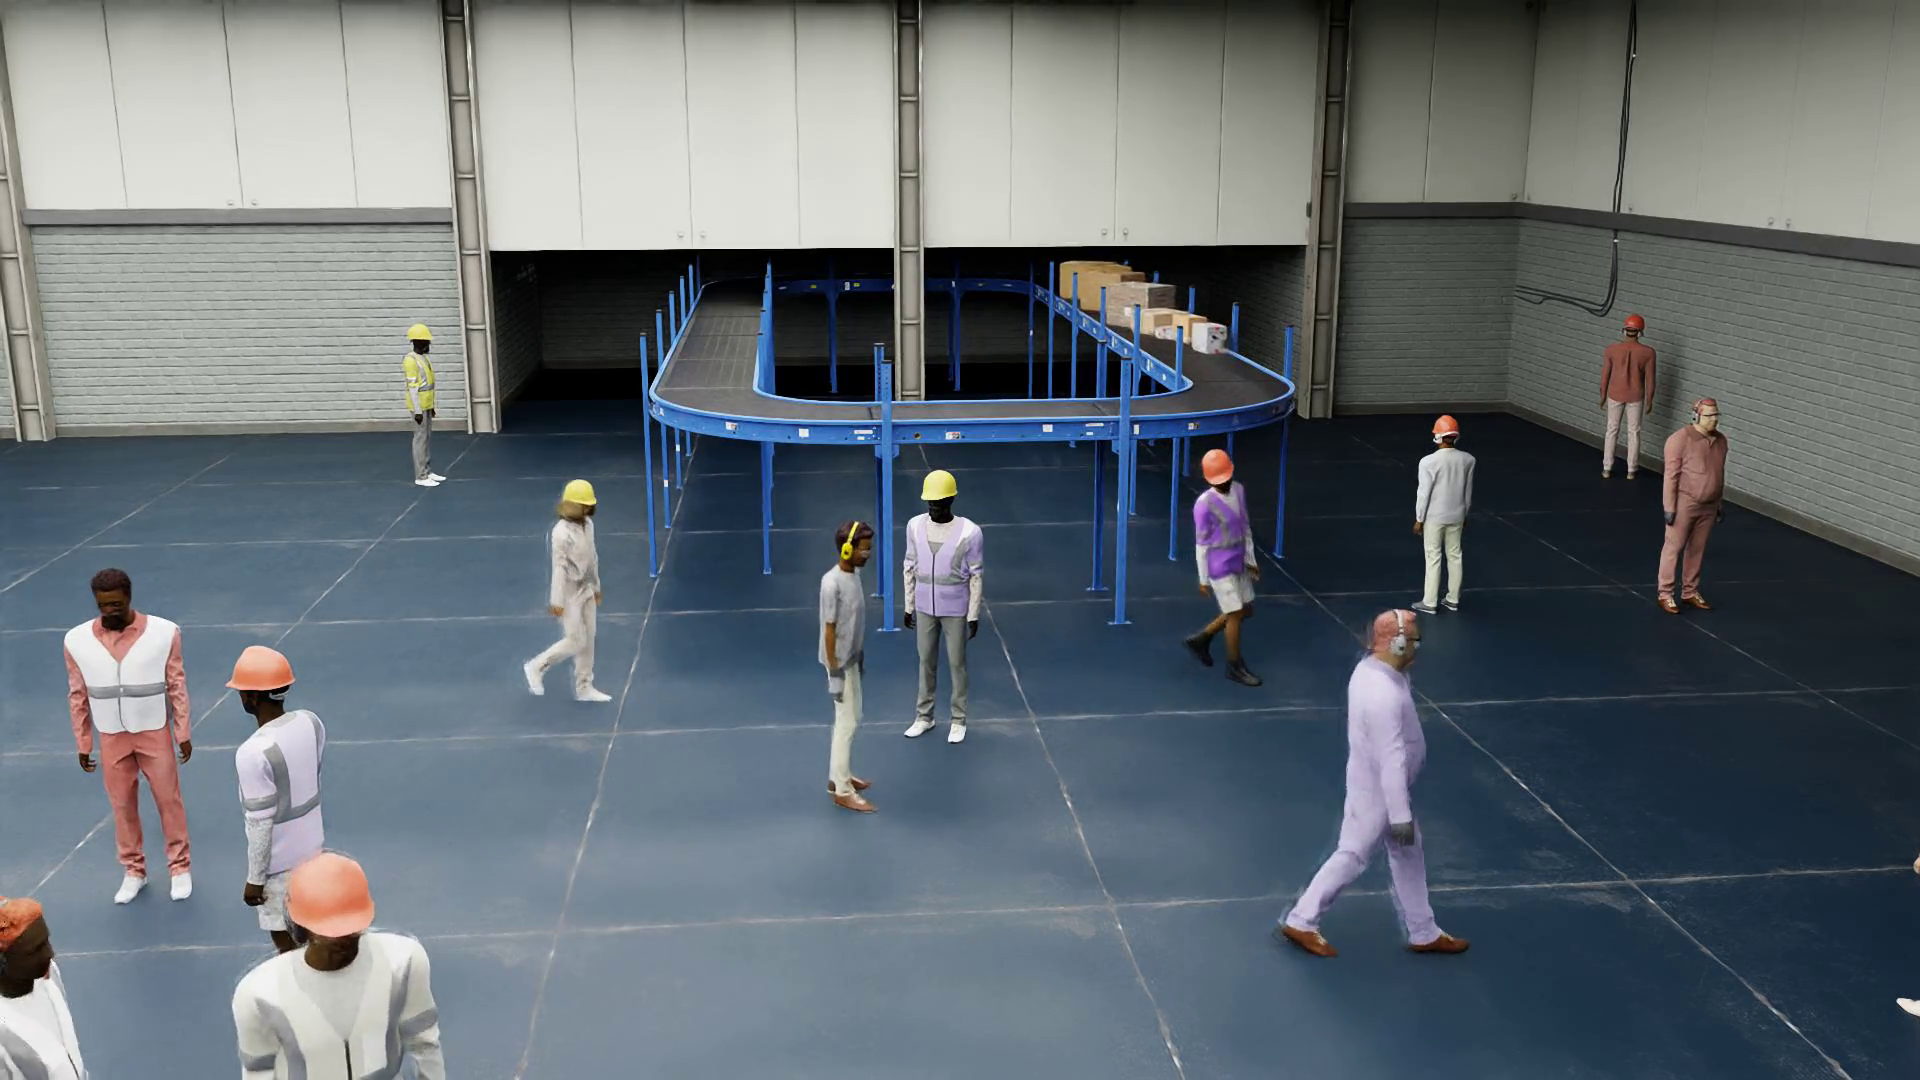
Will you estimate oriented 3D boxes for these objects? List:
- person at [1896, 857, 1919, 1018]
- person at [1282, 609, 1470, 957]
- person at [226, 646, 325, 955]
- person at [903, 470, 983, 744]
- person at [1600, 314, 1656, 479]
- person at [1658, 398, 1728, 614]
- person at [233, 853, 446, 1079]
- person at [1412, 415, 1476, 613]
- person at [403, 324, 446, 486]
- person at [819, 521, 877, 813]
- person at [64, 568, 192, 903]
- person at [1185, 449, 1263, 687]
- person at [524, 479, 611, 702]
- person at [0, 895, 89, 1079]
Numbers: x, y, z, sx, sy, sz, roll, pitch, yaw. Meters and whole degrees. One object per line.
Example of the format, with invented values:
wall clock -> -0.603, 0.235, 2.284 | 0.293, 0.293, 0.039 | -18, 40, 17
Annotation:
person -> 4.787, 1.459, 7.892 | 0.523, 1.760, 0.324 | -3, 14, -12
person -> 2.141, 1.262, 8.473 | 0.941, 1.864, 0.678 | 3, 14, 14
person -> -3.133, 1.422, 7.675 | 0.360, 1.938, 0.545 | 2, 14, 8
person -> -0.129, 0.459, 11.551 | 0.585, 1.927, 0.366 | 6, 15, 21
person -> 8.101, -1.738, 20.202 | 0.622, 1.992, 0.395 | 7, 16, 27
person -> 6.478, -0.305, 14.642 | 0.639, 1.911, 0.406 | -5, 15, -19
person -> -2.071, 1.914, 5.581 | 0.620, 2.013, 0.919 | -9, 17, -32
person -> 4.235, -0.227, 14.644 | 0.564, 1.752, 0.339 | -5, 15, -19
person -> -6.393, -1.608, 19.824 | 0.378, 1.925, 0.588 | -1, 14, -3
person -> -0.687, 0.784, 10.425 | 0.421, 1.852, 0.543 | 4, 15, 15
person -> -4.558, 1.066, 9.170 | 0.595, 1.908, 0.411 | -4, 15, -15
person -> 2.006, 0.205, 12.675 | 0.598, 1.872, 0.597 | 10, 17, 35
person -> -2.898, 0.381, 12.289 | 0.550, 1.718, 0.487 | 4, 15, 14
person -> -3.003, 2.017, 5.442 | 0.537, 1.882, 0.604 | -3, 14, -10
